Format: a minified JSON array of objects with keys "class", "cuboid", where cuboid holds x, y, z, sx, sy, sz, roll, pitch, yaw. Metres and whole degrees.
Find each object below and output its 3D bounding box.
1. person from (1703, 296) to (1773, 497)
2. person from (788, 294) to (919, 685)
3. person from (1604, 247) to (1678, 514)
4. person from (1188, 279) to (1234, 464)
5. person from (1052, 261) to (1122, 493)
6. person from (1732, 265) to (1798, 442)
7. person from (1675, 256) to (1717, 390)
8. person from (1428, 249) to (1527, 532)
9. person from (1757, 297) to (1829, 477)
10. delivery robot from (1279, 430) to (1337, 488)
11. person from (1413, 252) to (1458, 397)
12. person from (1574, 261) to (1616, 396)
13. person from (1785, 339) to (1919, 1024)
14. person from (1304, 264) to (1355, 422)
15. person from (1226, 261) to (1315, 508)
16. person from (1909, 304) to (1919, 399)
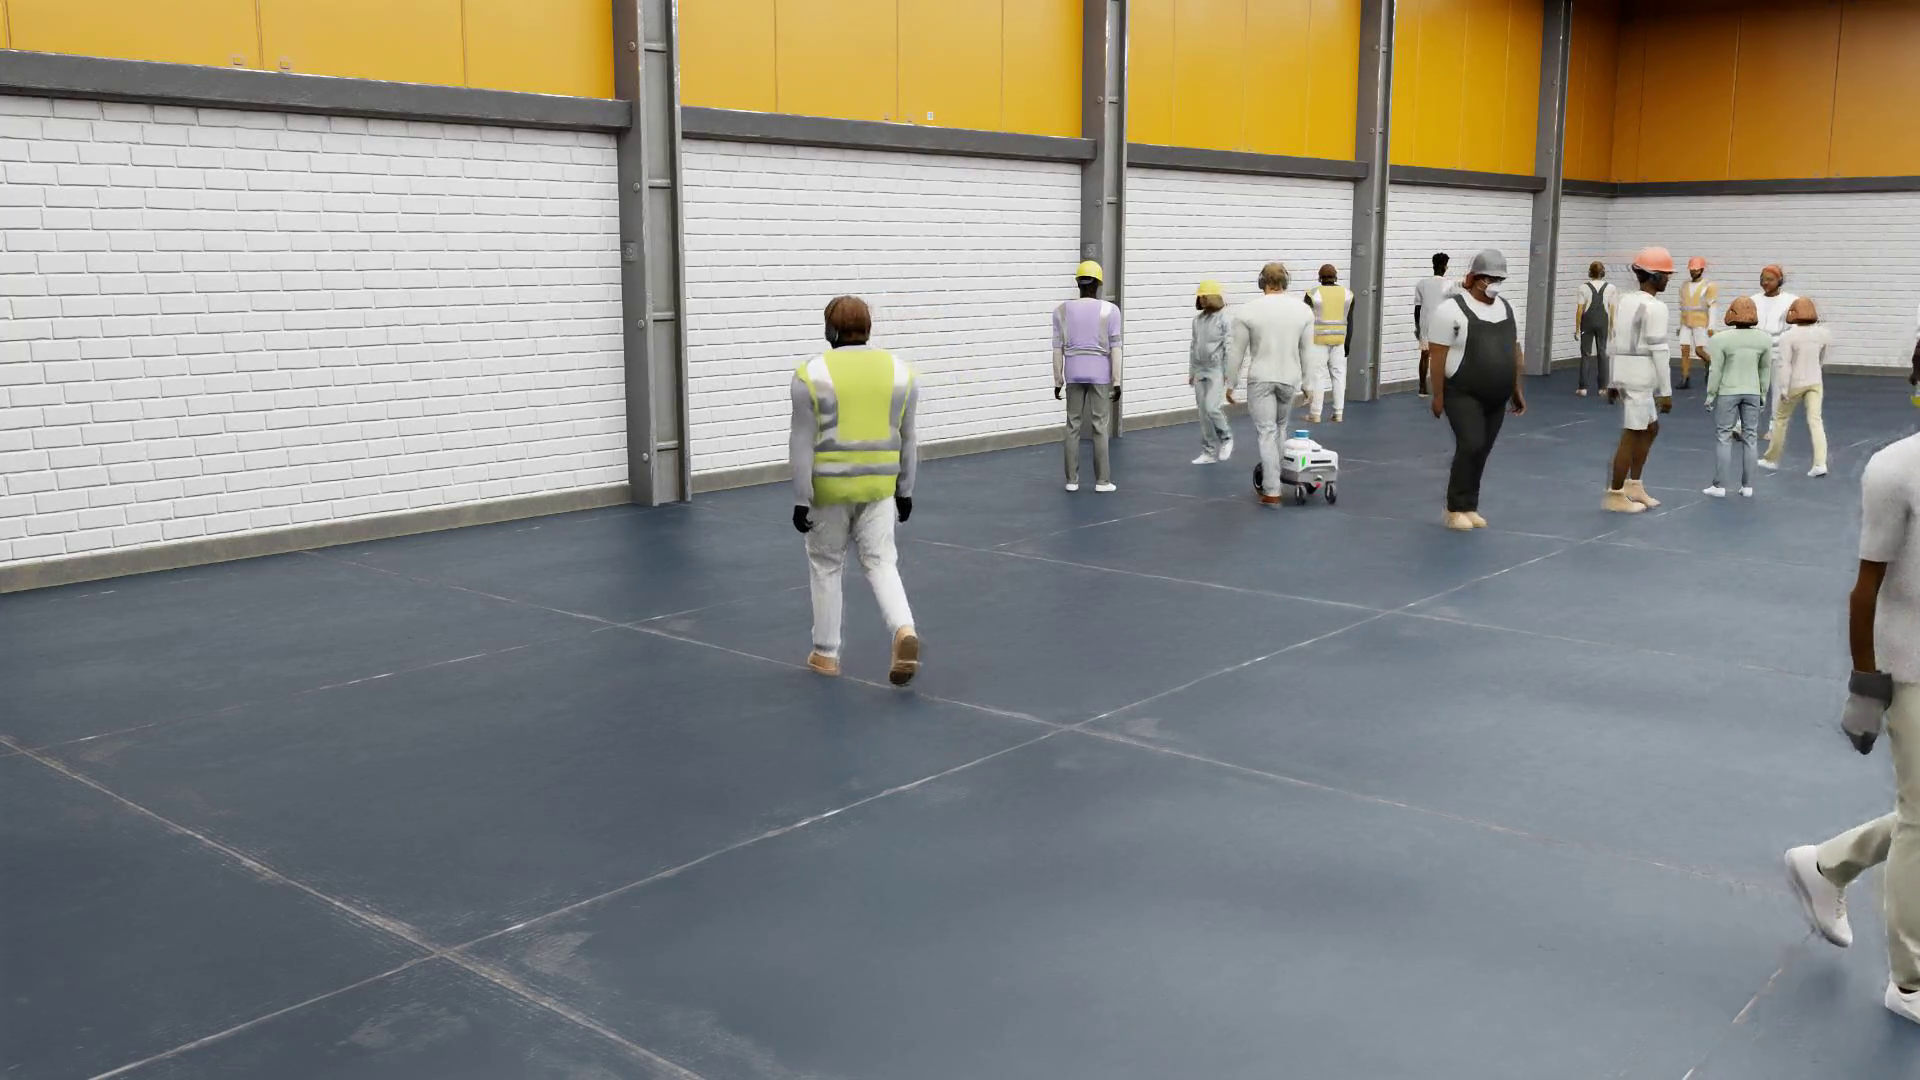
[{"class":"person","cuboid":[6.330,-1.163,13.553,0.500,1.636,0.280,0,10,1]},{"class":"person","cuboid":[-0.469,-0.221,7.704,0.635,1.821,0.776,-5,11,-25]},{"class":"person","cuboid":[5.221,-1.189,12.587,0.645,2.023,0.650,-1,10,-3]},{"class":"person","cuboid":[2.328,-1.560,15.527,0.375,1.730,0.507,-8,13,-38]},{"class":"person","cuboid":[1.054,-1.340,13.761,0.585,1.917,0.380,3,10,16]},{"class":"person","cuboid":[8.385,-1.923,17.295,0.965,1.833,0.598,-10,14,-43]},{"class":"person","cuboid":[10.586,-3.113,23.861,0.653,1.919,0.551,-7,12,-36]},{"class":"person","cuboid":[3.758,-1.078,11.916,0.683,2.000,0.623,-4,11,-22]},{"class":"person","cuboid":[7.533,-1.374,14.902,0.494,1.588,0.877,-1,10,-5]},{"class":"delivery robot","cuboid":[2.745,-0.644,13.408,0.477,0.478,0.707,-3,10,-16]},{"class":"person","cuboid":[6.459,-2.912,22.569,0.609,1.964,0.367,7,12,36]},{"class":"person","cuboid":[8.709,-2.899,22.852,0.505,1.842,0.345,2,10,10]},{"class":"person","cuboid":[2.516,0.340,4.367,0.528,1.859,0.610,-5,11,-25]},{"class":"person","cuboid":[4.266,-2.290,19.393,0.626,1.840,0.430,-2,10,-11]},{"class":"person","cuboid":[2.418,-1.234,13.172,0.654,1.907,0.857,-2,10,-9]},{"class":"person","cuboid":[8.998,-1.615,15.267,0.544,1.939,0.354,-1,10,-4]}]
